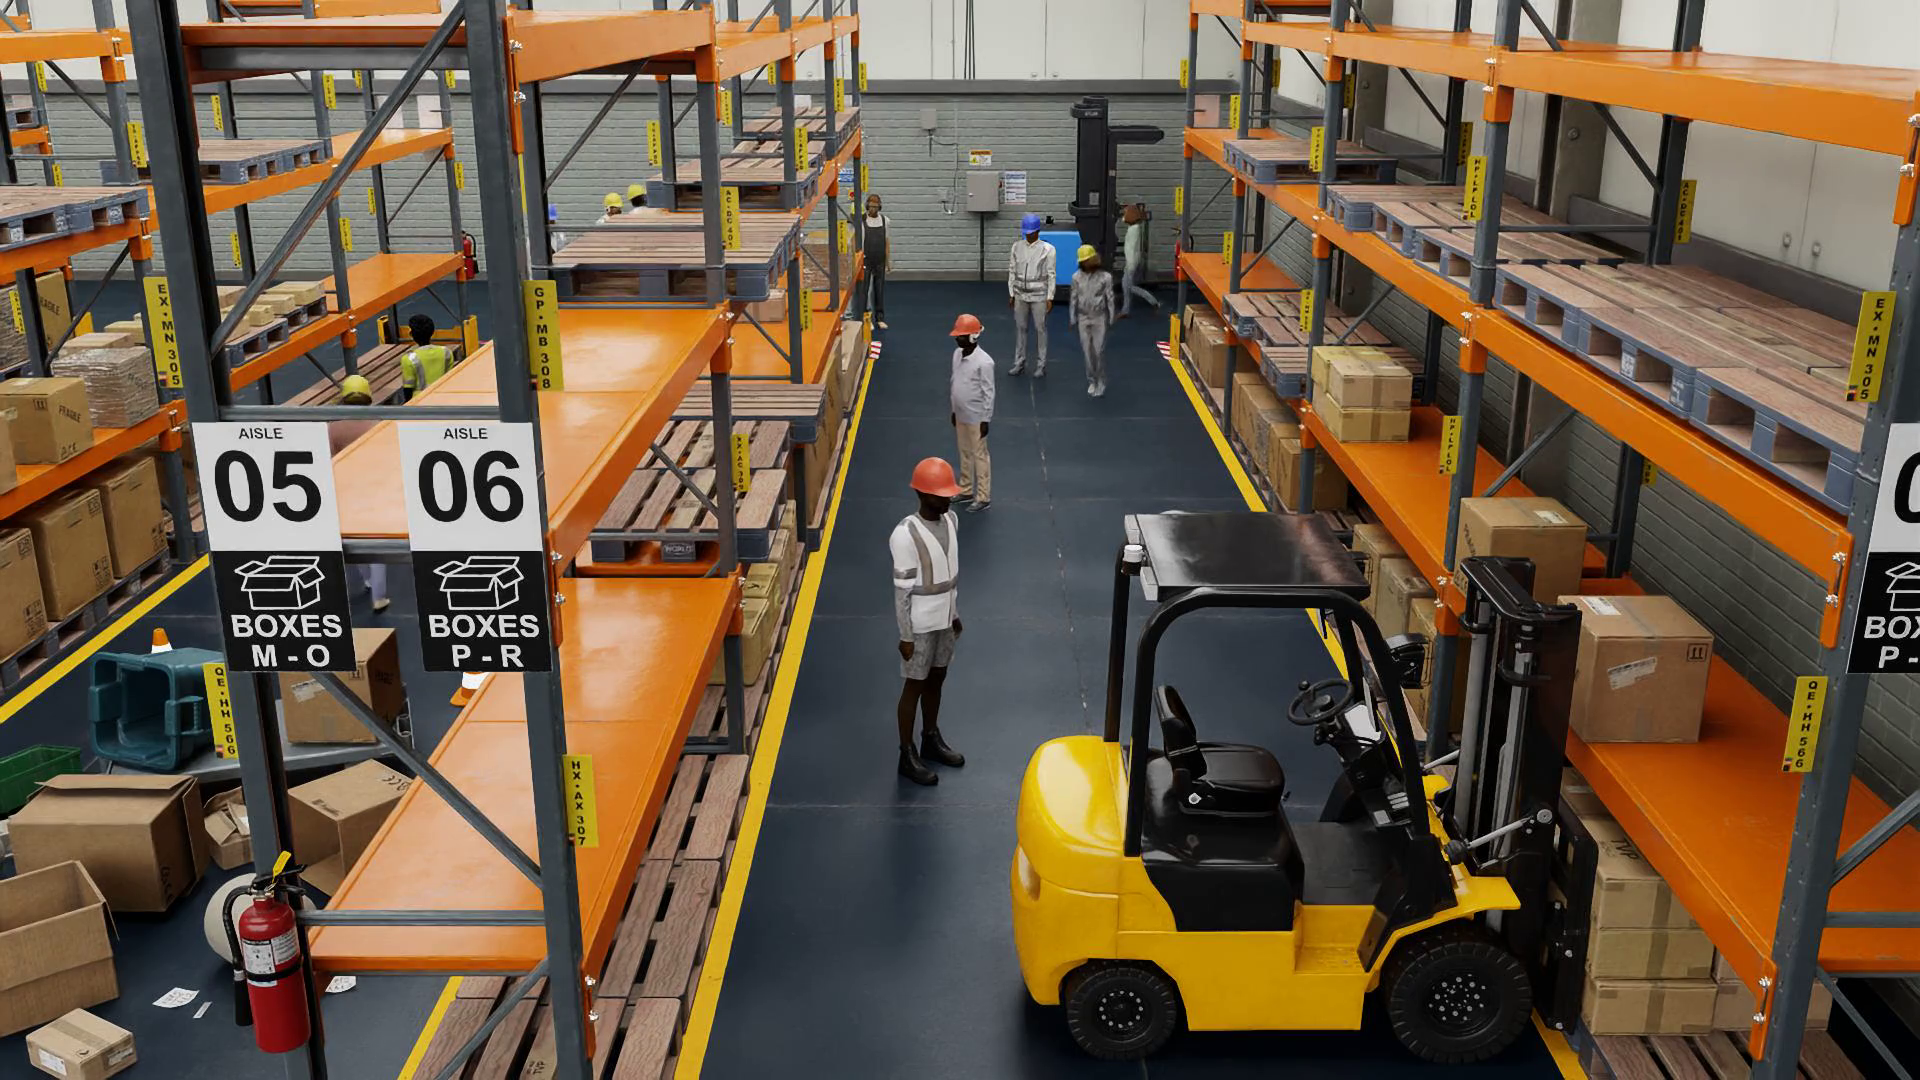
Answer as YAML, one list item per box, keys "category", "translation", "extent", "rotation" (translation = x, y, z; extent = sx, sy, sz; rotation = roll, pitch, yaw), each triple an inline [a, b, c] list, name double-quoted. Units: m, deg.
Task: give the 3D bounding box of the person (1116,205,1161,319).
- category: "person"
  translation: [2.468, -3.851, 23.134]
  extent: [0.612, 1.612, 0.499]
  rotation: [2, 18, 7]

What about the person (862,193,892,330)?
- category: "person"
  translation: [-1.168, -3.748, 22.447]
  extent: [0.506, 1.846, 0.349]
  rotation: [-8, 20, -22]

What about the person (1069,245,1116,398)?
- category: "person"
  translation: [1.482, -2.468, 18.796]
  extent: [0.537, 1.701, 0.597]
  rotation: [7, 19, 19]

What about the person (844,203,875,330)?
- category: "person"
  translation: [-1.358, -3.689, 22.445]
  extent: [0.486, 1.736, 0.320]
  rotation: [-3, 19, -10]

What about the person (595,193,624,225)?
- category: "person"
  translation: [-4.657, -3.790, 22.591]
  extent: [0.404, 1.831, 0.600]
  rotation: [9, 20, 26]

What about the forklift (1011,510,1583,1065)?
- category: "forklift"
  translation: [1.387, 1.055, 7.378]
  extent: [2.313, 2.155, 1.214]
  rotation: [0, 18, 0]

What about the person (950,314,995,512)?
- category: "person"
  translation: [0.077, -1.120, 14.645]
  extent: [0.342, 1.751, 0.564]
  rotation: [-12, 22, -31]

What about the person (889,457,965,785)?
- category: "person"
  translation: [-0.155, 0.454, 9.598]
  extent: [0.373, 1.934, 0.551]
  rotation: [12, 22, 32]

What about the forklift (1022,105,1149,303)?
- category: "forklift"
  translation: [1.857, -4.944, 24.441]
  extent: [1.873, 2.768, 1.129]
  rotation: [0, 18, 0]

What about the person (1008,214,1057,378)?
- category: "person"
  translation: [0.843, -2.892, 19.710]
  extent: [0.601, 1.941, 0.395]
  rotation: [9, 20, 25]

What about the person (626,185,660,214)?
- category: "person"
  translation: [-4.397, -3.998, 23.196]
  extent: [0.988, 1.852, 0.599]
  rotation: [17, 25, 42]

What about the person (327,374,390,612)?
- category: "person"
  translation: [-4.413, -0.381, 12.435]
  extent: [0.528, 1.733, 0.846]
  rotation: [-2, 18, -5]

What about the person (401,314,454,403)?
- category: "person"
  translation: [-4.745, -1.181, 14.923]
  extent: [0.320, 1.693, 0.534]
  rotation: [13, 23, 35]

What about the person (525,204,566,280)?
- category: "person"
  translation: [-5.057, -3.177, 20.559]
  extent: [0.406, 1.947, 0.606]
  rotation: [12, 22, 33]
